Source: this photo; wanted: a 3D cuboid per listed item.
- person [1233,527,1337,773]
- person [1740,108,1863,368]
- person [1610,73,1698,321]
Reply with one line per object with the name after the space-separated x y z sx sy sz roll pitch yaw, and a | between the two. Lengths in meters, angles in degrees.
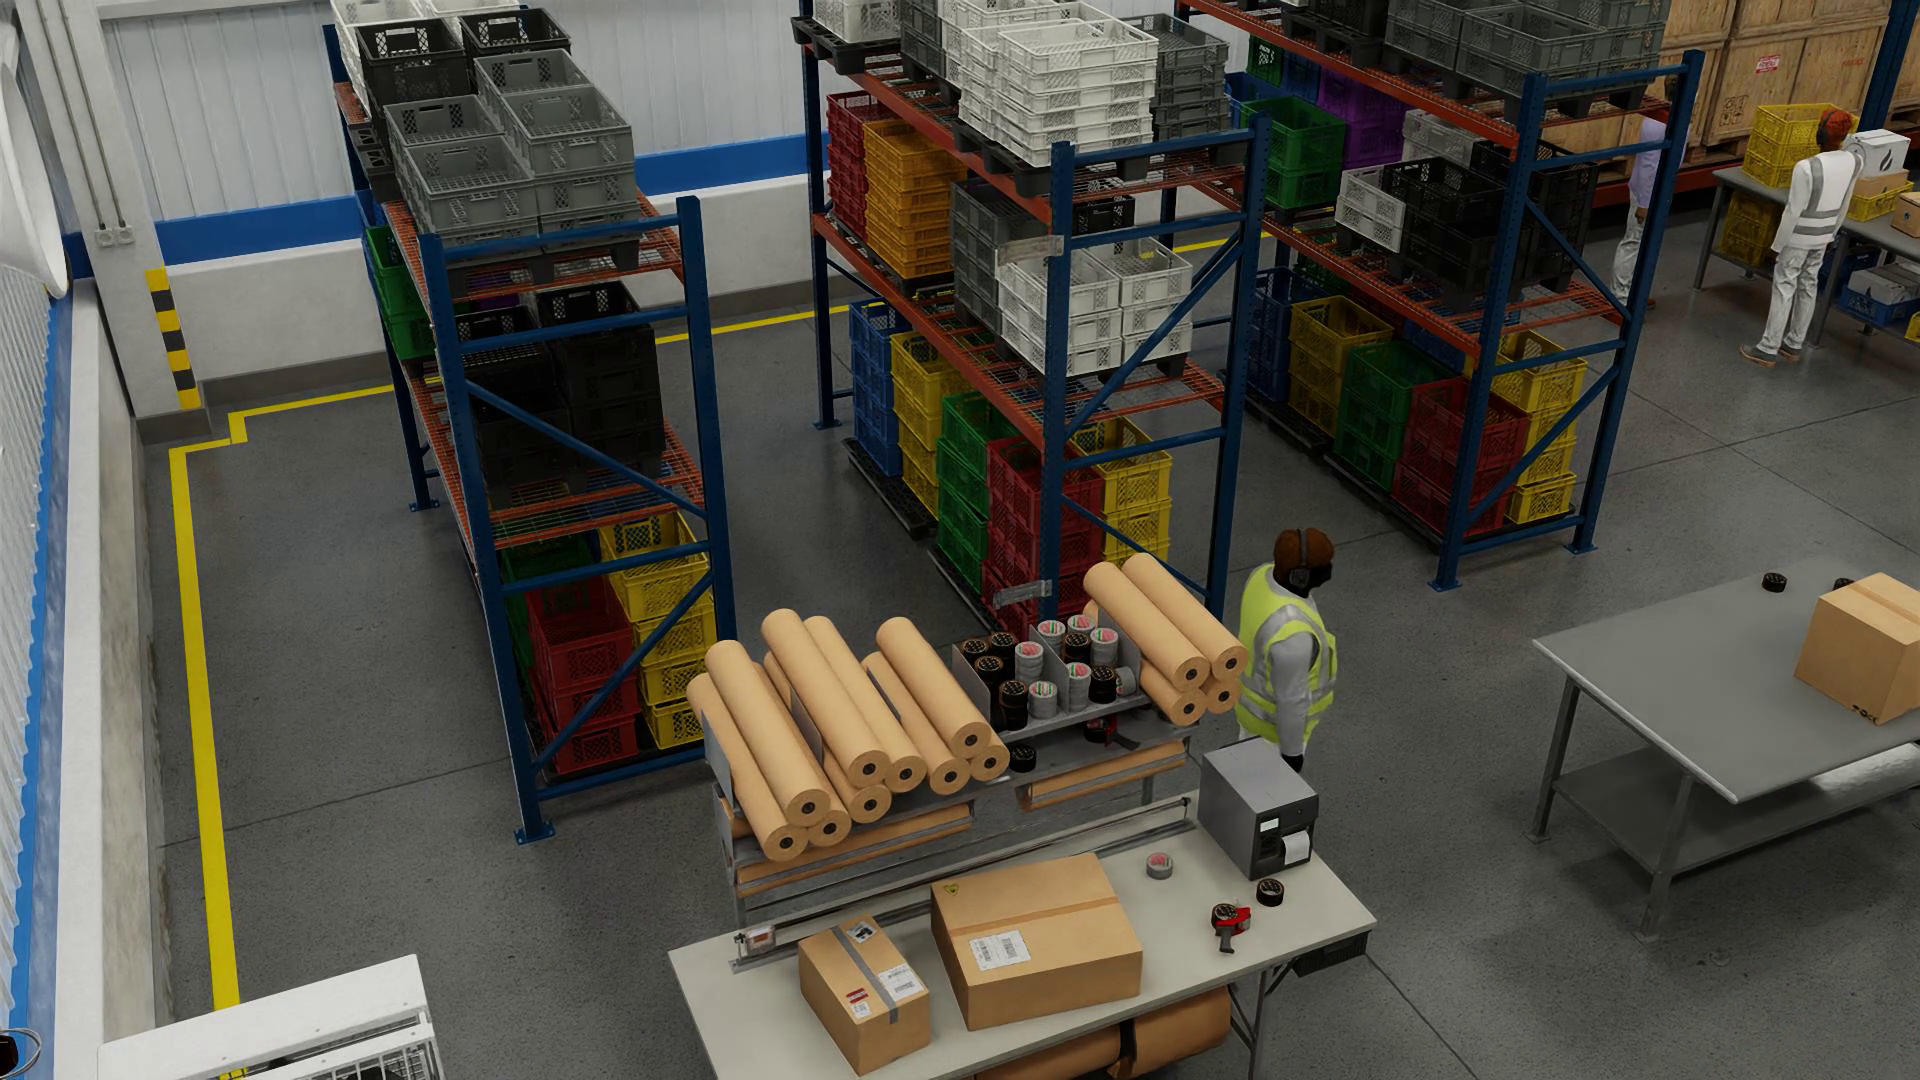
1.393 0.745 7.247 0.430 1.845 0.624 -2 32 -3 | person
6.047 -2.152 11.917 0.586 1.877 0.342 -12 34 -19 | person
5.274 -2.633 12.642 0.372 1.940 0.630 21 38 31 | person
